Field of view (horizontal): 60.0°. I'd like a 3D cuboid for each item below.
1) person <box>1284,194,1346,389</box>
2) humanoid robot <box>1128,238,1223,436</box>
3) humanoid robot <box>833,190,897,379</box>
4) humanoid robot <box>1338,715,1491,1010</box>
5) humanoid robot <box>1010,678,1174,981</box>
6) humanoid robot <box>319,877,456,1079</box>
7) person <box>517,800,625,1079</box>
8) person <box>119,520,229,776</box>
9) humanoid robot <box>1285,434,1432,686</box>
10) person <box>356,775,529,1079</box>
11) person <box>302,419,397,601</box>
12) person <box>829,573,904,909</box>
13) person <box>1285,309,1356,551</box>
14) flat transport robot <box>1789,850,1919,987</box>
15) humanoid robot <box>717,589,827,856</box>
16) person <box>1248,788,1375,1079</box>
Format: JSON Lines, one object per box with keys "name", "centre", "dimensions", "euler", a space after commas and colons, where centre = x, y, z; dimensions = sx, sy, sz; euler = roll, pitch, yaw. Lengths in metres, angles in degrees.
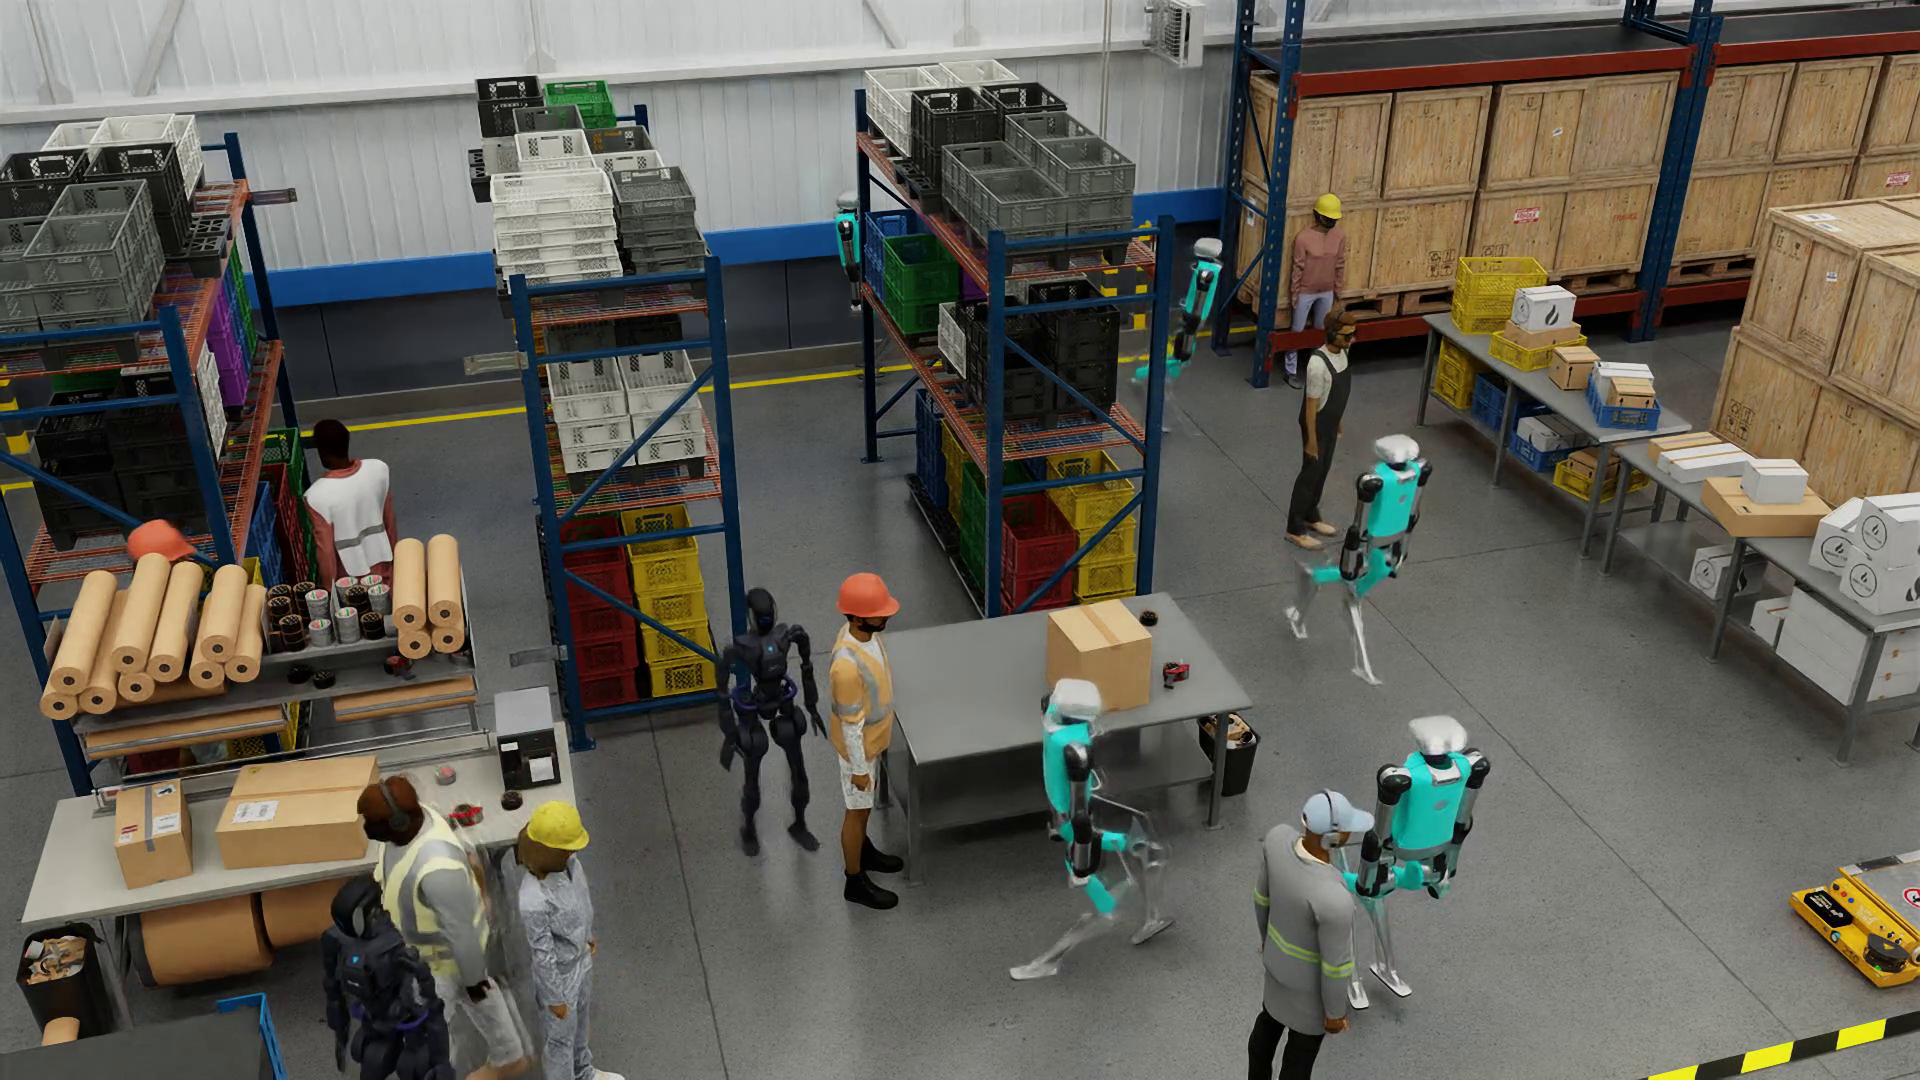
{"name": "person", "centre": [3.128, -2.179, 14.580], "dimensions": [0.522, 1.761, 0.336], "euler": [-10, 30, -17]}
{"name": "humanoid robot", "centre": [1.692, -1.603, 13.591], "dimensions": [0.808, 1.794, 0.541], "euler": [6, 29, 11]}
{"name": "humanoid robot", "centre": [-0.722, -2.229, 14.557], "dimensions": [0.735, 1.673, 0.533], "euler": [-1, 29, -1]}
{"name": "humanoid robot", "centre": [2.029, 1.438, 7.880], "dimensions": [0.533, 1.677, 0.735], "euler": [-8, 30, -15]}
{"name": "humanoid robot", "centre": [0.768, 1.420, 8.117], "dimensions": [1.044, 1.784, 0.537], "euler": [-6, 29, -11]}
{"name": "humanoid robot", "centre": [-2.352, 2.096, 6.882], "dimensions": [0.610, 1.656, 0.364], "euler": [9, 30, 16]}
{"name": "person", "centre": [-1.698, 1.855, 7.262], "dimensions": [0.306, 1.735, 0.484], "euler": [3, 29, 5]}
{"name": "person", "centre": [-4.080, 0.817, 8.836], "dimensions": [0.604, 2.044, 0.371], "euler": [25, 38, 38]}
{"name": "humanoid robot", "centre": [2.450, 0.012, 10.636], "dimensions": [0.543, 1.758, 0.986], "euler": [-15, 32, -26]}
{"name": "person", "centre": [-2.381, 1.805, 7.284], "dimensions": [0.860, 1.803, 0.641], "euler": [-15, 32, -25]}
{"name": "person", "centre": [-3.671, 0.143, 10.189], "dimensions": [0.392, 1.920, 0.592], "euler": [16, 33, 27]}
{"name": "person", "centre": [-0.477, 1.017, 8.579], "dimensions": [0.356, 1.938, 0.542], "euler": [3, 29, 5]}
{"name": "person", "centre": [2.617, -0.804, 12.002], "dimensions": [0.337, 1.839, 0.504], "euler": [18, 34, 29]}
{"name": "flat transport robot", "centre": [5.163, 1.916, 8.676], "dimensions": [1.431, 0.231, 0.659], "euler": [-8, 30, -14]}
{"name": "humanoid robot", "centre": [-1.021, 0.968, 8.940], "dimensions": [0.608, 1.648, 0.409], "euler": [-16, 33, -27]}
{"name": "person", "centre": [1.501, 1.835, 7.178], "dimensions": [0.385, 1.850, 0.599], "euler": [-11, 31, -19]}
